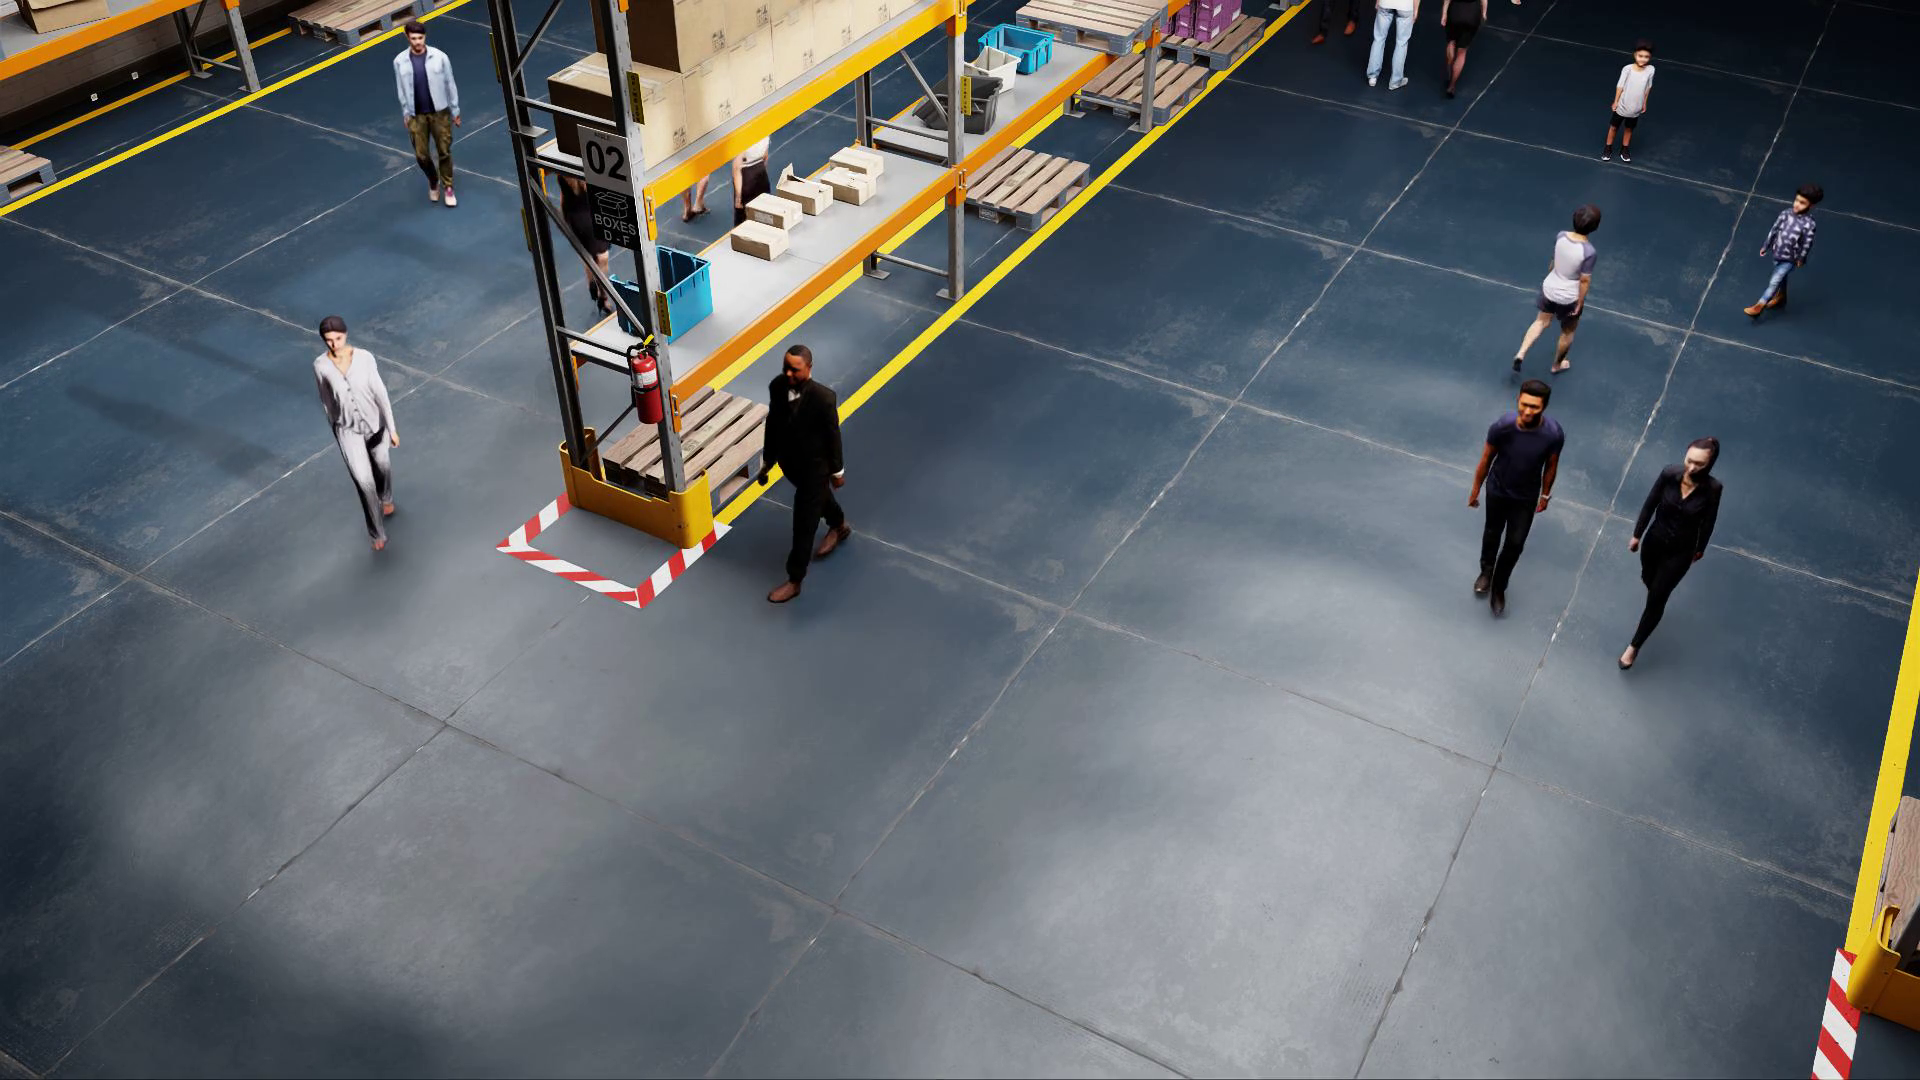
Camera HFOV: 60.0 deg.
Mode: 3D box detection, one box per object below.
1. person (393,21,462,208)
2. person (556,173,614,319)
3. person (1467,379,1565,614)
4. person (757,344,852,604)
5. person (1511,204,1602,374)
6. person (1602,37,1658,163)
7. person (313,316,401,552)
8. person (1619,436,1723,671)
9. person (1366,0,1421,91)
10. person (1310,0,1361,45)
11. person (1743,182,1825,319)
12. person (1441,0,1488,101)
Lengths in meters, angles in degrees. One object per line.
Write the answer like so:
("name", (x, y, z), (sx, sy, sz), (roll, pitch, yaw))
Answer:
("person", (-5.064, -4.091, 15.871), (0.814, 1.804, 0.871), (-9, 39, -11))
("person", (-3.166, -2.661, 14.160), (0.744, 1.704, 0.746), (7, 39, 8))
("person", (3.751, -0.375, 11.239), (0.689, 1.777, 0.716), (16, 41, 19))
("person", (-0.999, -0.565, 11.406), (0.776, 1.866, 1.280), (25, 45, 28))
("person", (4.835, -1.989, 13.446), (0.941, 1.546, 0.759), (-26, 45, -29))
("person", (6.762, -4.442, 16.749), (0.553, 1.258, 0.570), (6, 39, 7))
("person", (-4.274, -0.867, 11.886), (1.037, 1.740, 1.047), (-14, 41, -17))
("person", (4.624, 0.009, 10.841), (0.669, 1.675, 1.090), (25, 45, 28))
("person", (4.724, -5.808, 17.971), (0.662, 1.866, 0.534), (20, 43, 23))
("person", (4.490, -6.610, 19.064), (0.752, 1.756, 1.166), (24, 44, 27))
("person", (7.181, -2.512, 14.361), (0.906, 1.220, 0.757), (-18, 42, -21))
("person", (5.349, -5.525, 17.763), (0.694, 1.683, 0.779), (16, 41, 19))
